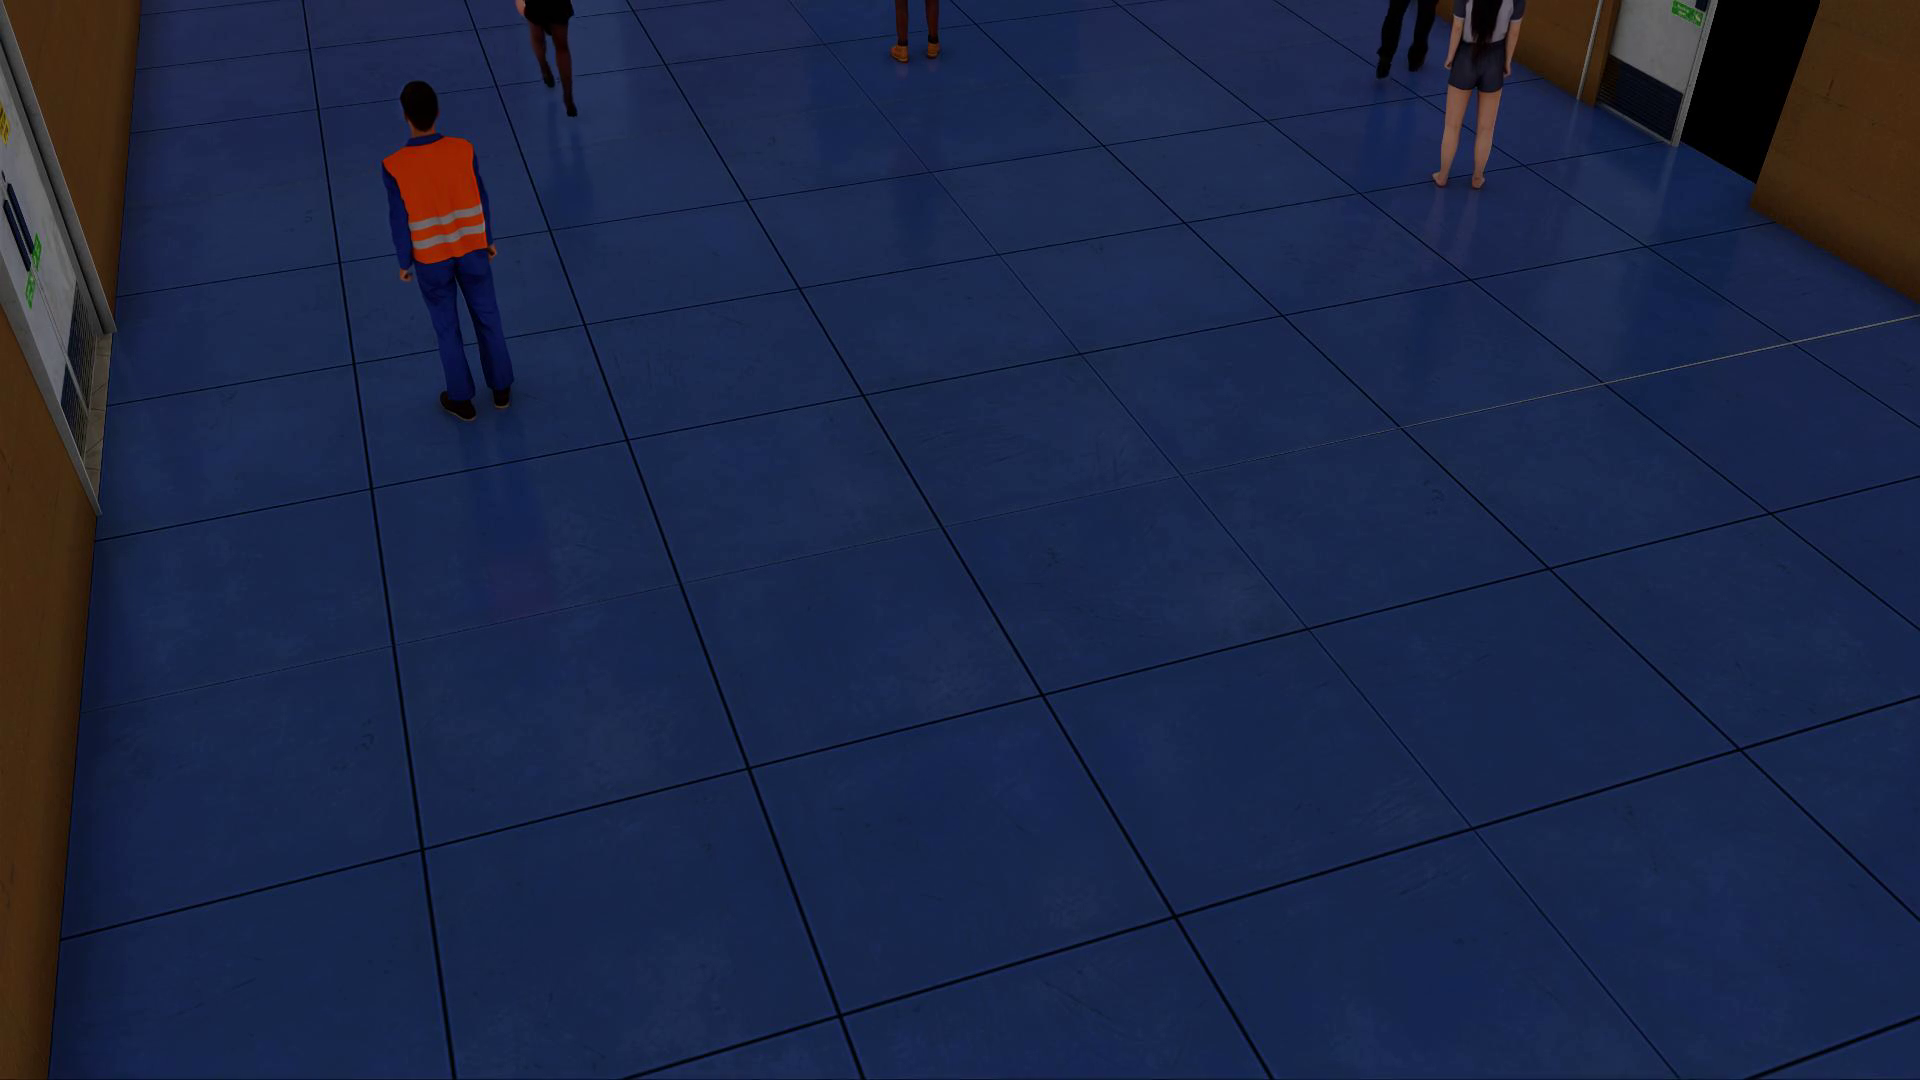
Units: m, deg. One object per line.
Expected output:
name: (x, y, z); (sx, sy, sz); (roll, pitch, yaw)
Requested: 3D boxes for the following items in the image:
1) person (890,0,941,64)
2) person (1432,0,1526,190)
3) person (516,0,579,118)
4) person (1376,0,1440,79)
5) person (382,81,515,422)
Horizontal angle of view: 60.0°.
person: (-0.372, -4.609, 12.966); (0.552, 1.728, 0.693); (-9, 38, -12)
person: (3.456, -3.137, 11.069); (0.628, 1.650, 0.734); (7, 37, 9)
person: (-3.088, -4.014, 12.223); (1.026, 1.652, 0.705); (-15, 39, -19)
person: (3.474, -4.349, 12.612); (1.066, 1.736, 1.109); (14, 39, 18)
person: (-2.671, -1.494, 8.701); (0.630, 1.864, 0.801); (-22, 42, -27)
